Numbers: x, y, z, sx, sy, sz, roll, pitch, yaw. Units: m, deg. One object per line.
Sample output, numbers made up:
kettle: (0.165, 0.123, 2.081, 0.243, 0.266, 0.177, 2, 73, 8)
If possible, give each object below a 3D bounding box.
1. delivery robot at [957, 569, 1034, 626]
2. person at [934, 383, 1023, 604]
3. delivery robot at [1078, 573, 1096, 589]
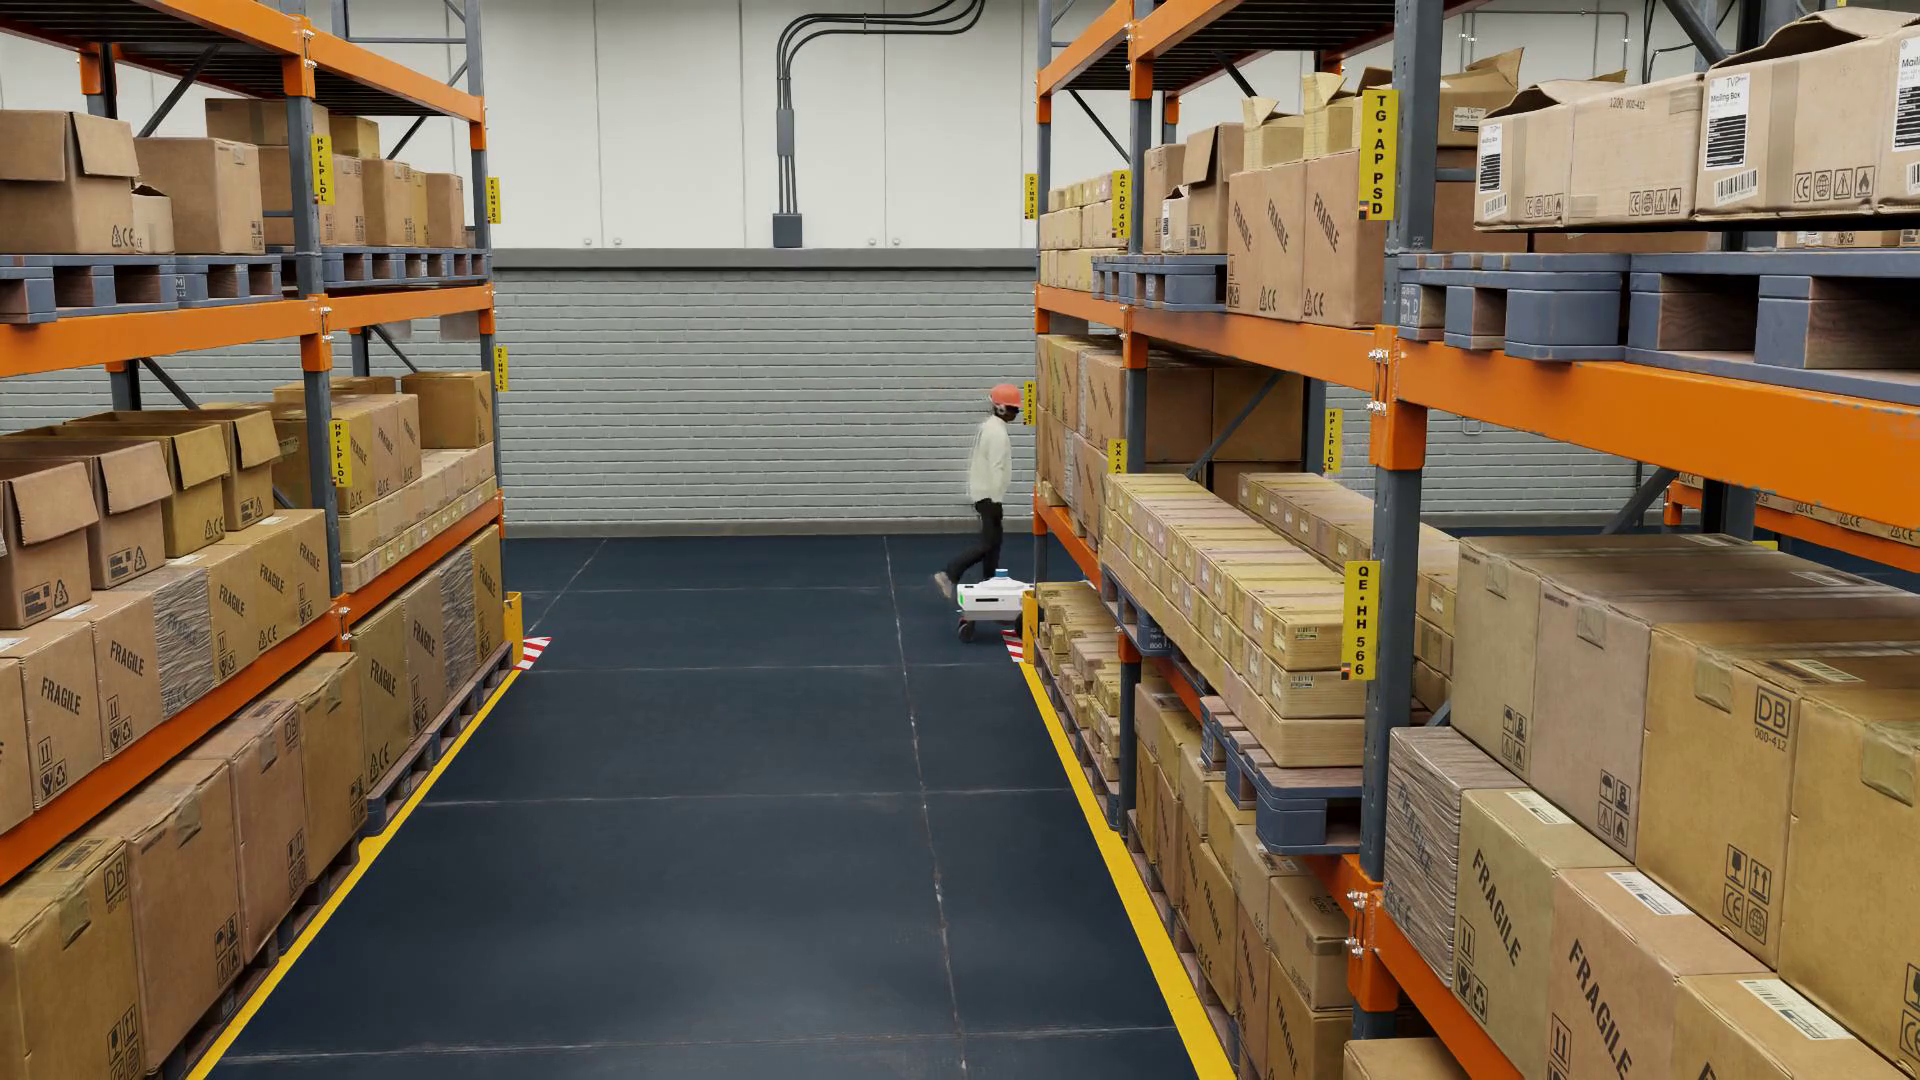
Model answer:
delivery robot: (0.327, 0.473, 13.254, 0.707, 0.478, 0.477, 0, 10, -2)
person: (0.177, -0.392, 14.513, 0.769, 1.958, 0.653, -2, 10, -10)
delivery robot: (1.020, 0.494, 13.130, 0.707, 0.478, 0.477, -5, 11, -29)
